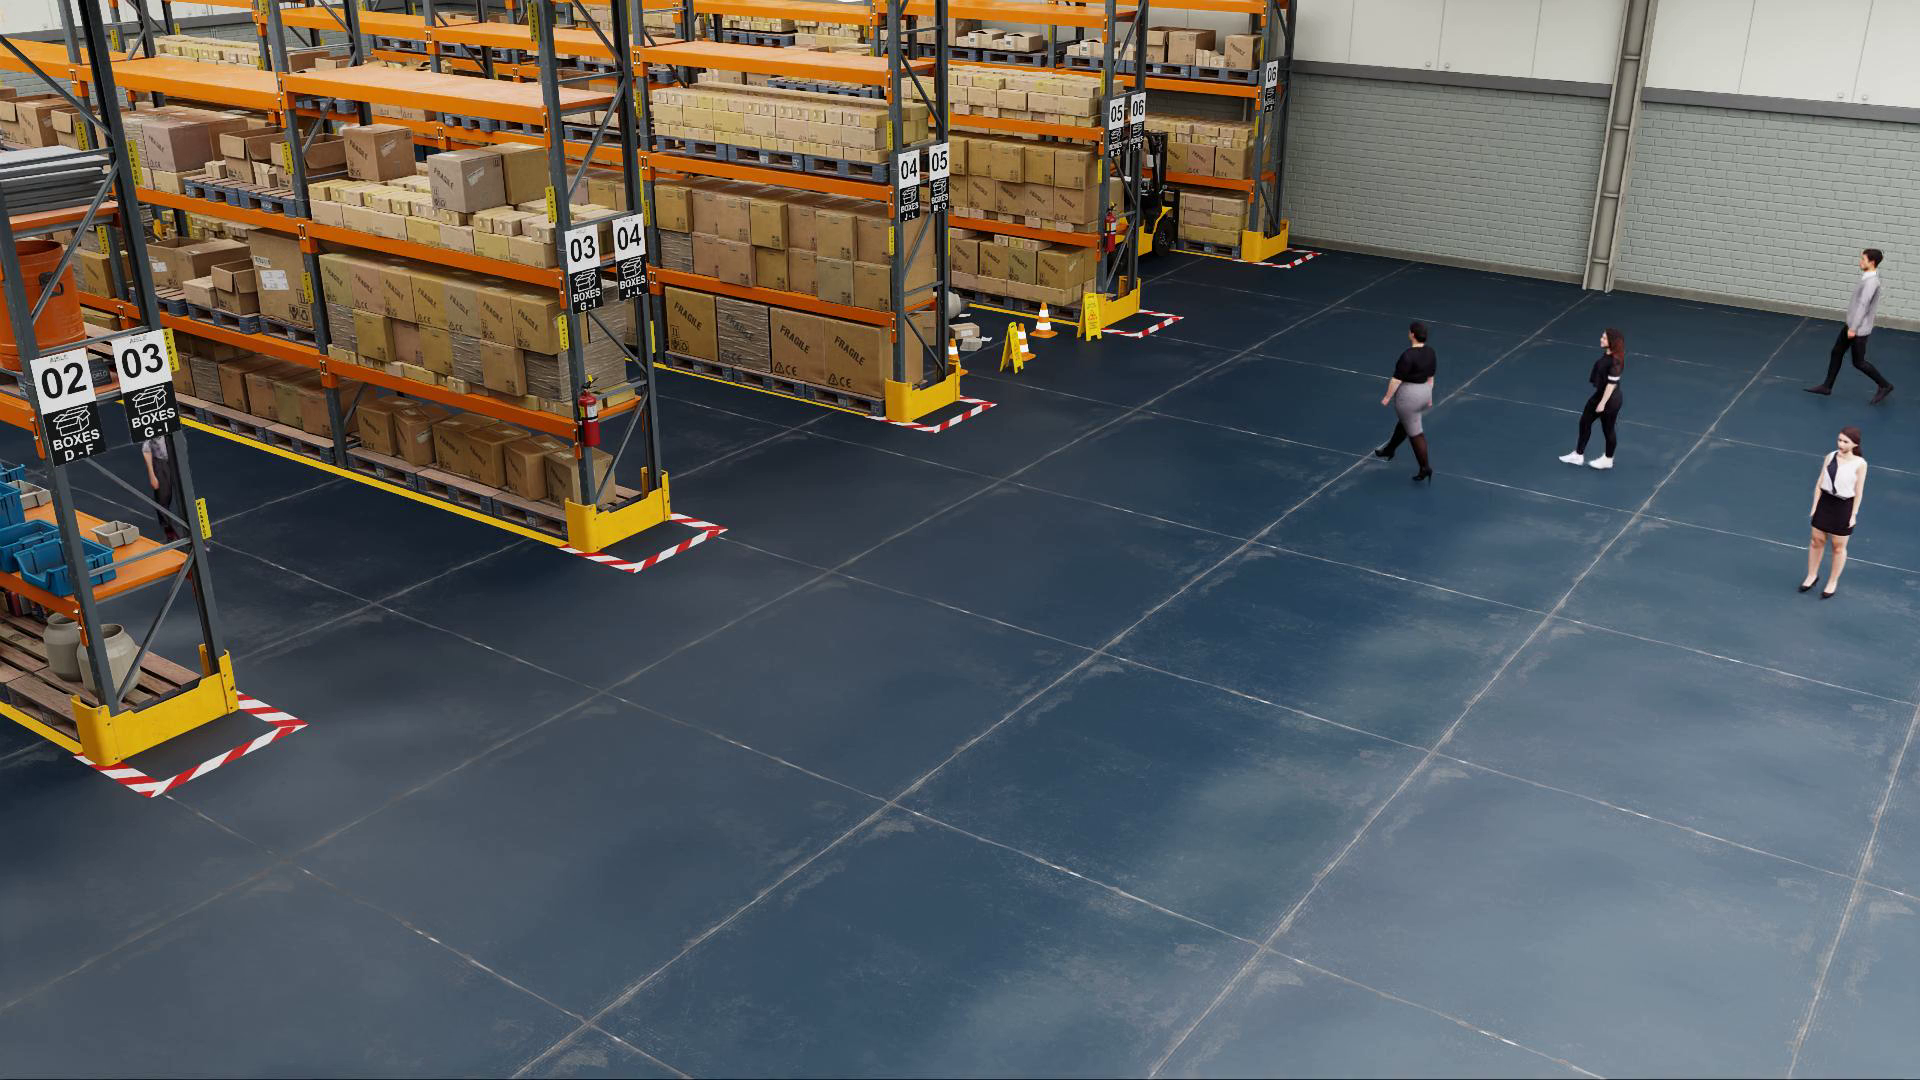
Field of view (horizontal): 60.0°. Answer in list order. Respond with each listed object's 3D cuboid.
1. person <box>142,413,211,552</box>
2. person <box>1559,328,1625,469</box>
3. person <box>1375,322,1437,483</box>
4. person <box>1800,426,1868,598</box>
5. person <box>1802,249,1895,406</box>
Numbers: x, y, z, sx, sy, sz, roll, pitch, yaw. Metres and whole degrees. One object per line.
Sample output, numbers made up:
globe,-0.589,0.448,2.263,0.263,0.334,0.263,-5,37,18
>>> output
person,-7.784,-0.704,16.286,0.754,1.678,1.205,-21,31,-40
person,7.208,-1.544,18.336,0.943,1.621,0.841,1,23,3
person,4.974,-1.451,18.005,0.870,1.708,1.185,-18,29,-36
person,8.065,-0.264,15.294,0.677,1.645,0.545,-17,28,-34
person,11.177,-2.620,20.492,1.318,1.913,0.997,6,24,15
